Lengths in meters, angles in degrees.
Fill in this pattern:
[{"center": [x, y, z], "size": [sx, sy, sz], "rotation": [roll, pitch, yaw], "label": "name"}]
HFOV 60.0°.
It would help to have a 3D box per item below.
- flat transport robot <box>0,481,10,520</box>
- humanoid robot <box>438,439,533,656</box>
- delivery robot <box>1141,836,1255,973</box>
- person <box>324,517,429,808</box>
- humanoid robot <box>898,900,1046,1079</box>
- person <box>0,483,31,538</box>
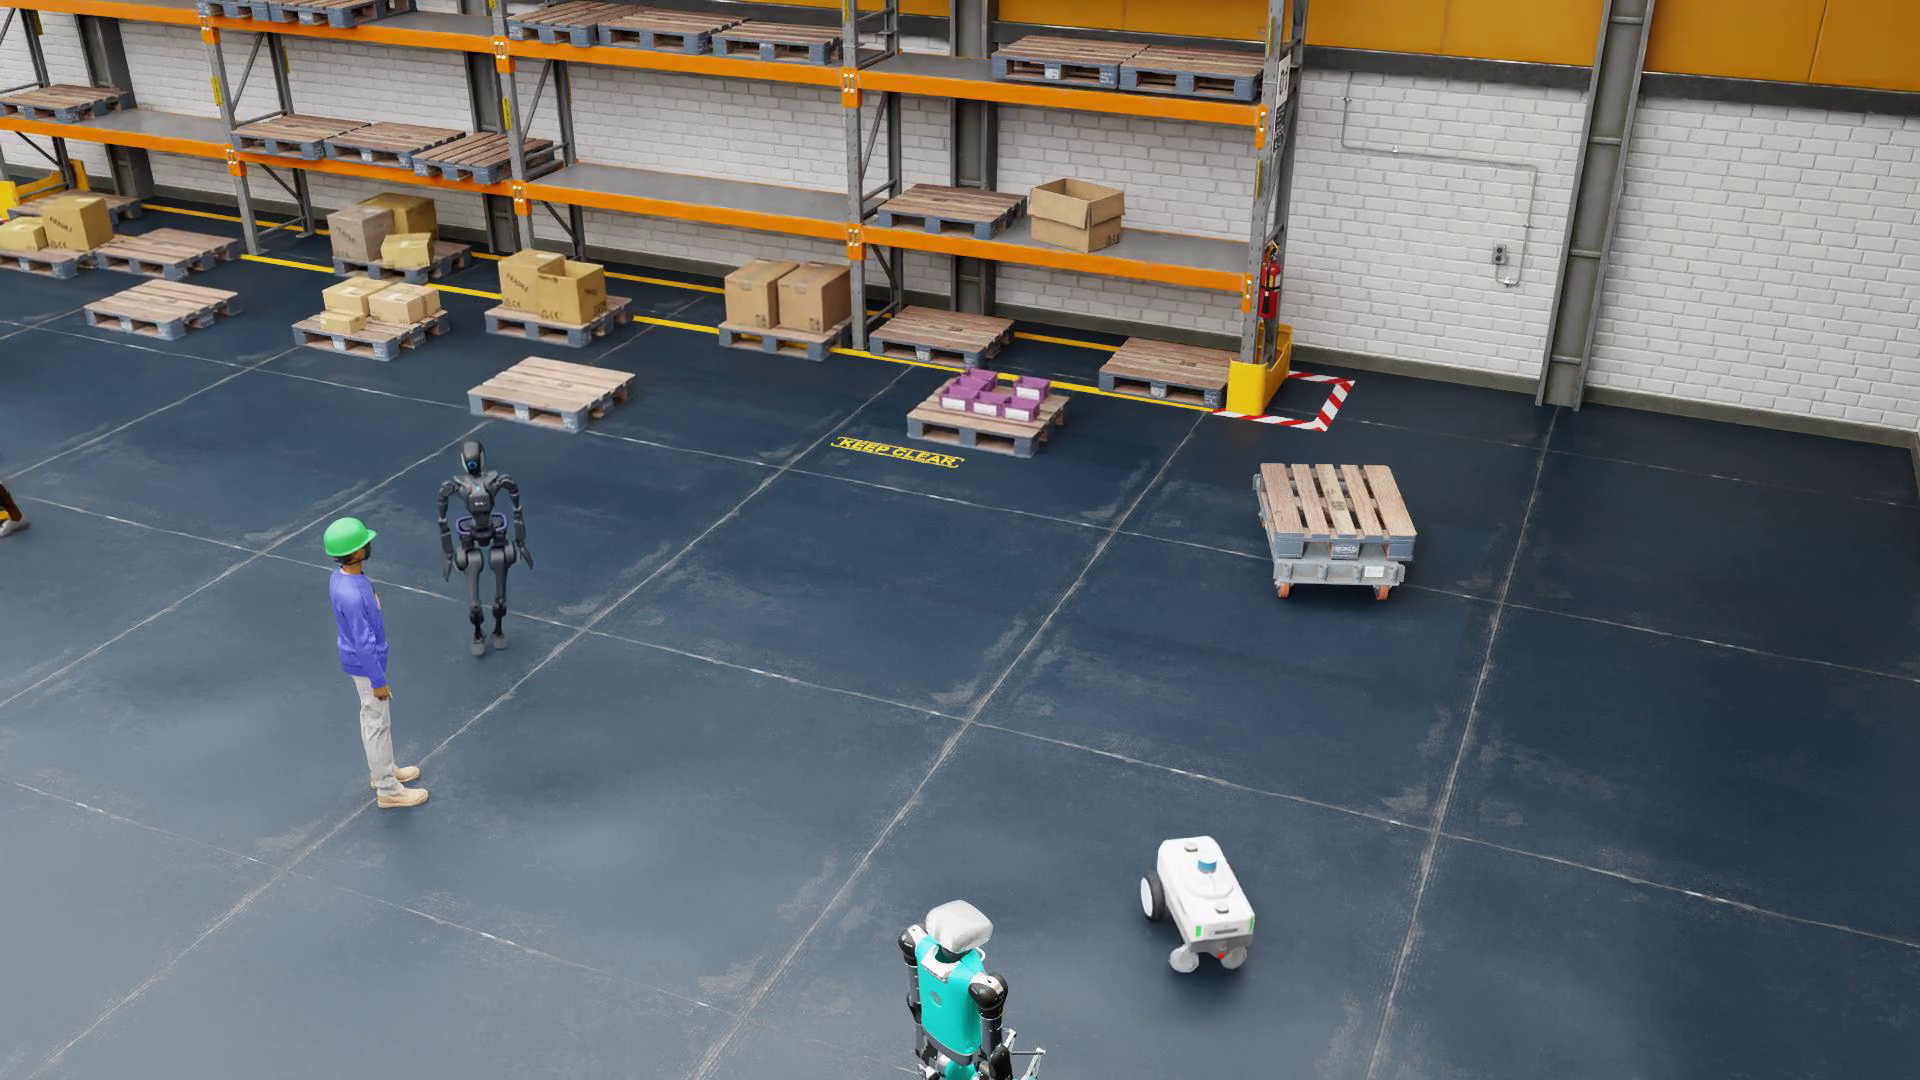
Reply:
[{"center": [-8.354, -0.419, 13.744], "size": [0.659, 0.231, 1.431], "rotation": [-22, 34, -35], "label": "flat transport robot"}, {"center": [-3.241, 0.036, 11.341], "size": [0.594, 1.639, 0.429], "rotation": [-9, 29, -18], "label": "humanoid robot"}, {"center": [1.294, 1.916, 8.897], "size": [0.505, 0.587, 0.759], "rotation": [-5, 28, -10], "label": "delivery robot"}, {"center": [-3.461, 0.720, 9.787], "size": [0.341, 1.875, 0.461], "rotation": [-12, 30, -22], "label": "person"}, {"center": [0.137, 2.134, 7.047], "size": [0.533, 1.677, 0.735], "rotation": [24, 36, 38], "label": "humanoid robot"}, {"center": [-7.685, -0.730, 12.584], "size": [0.619, 1.877, 1.009], "rotation": [14, 31, 26], "label": "person"}]
